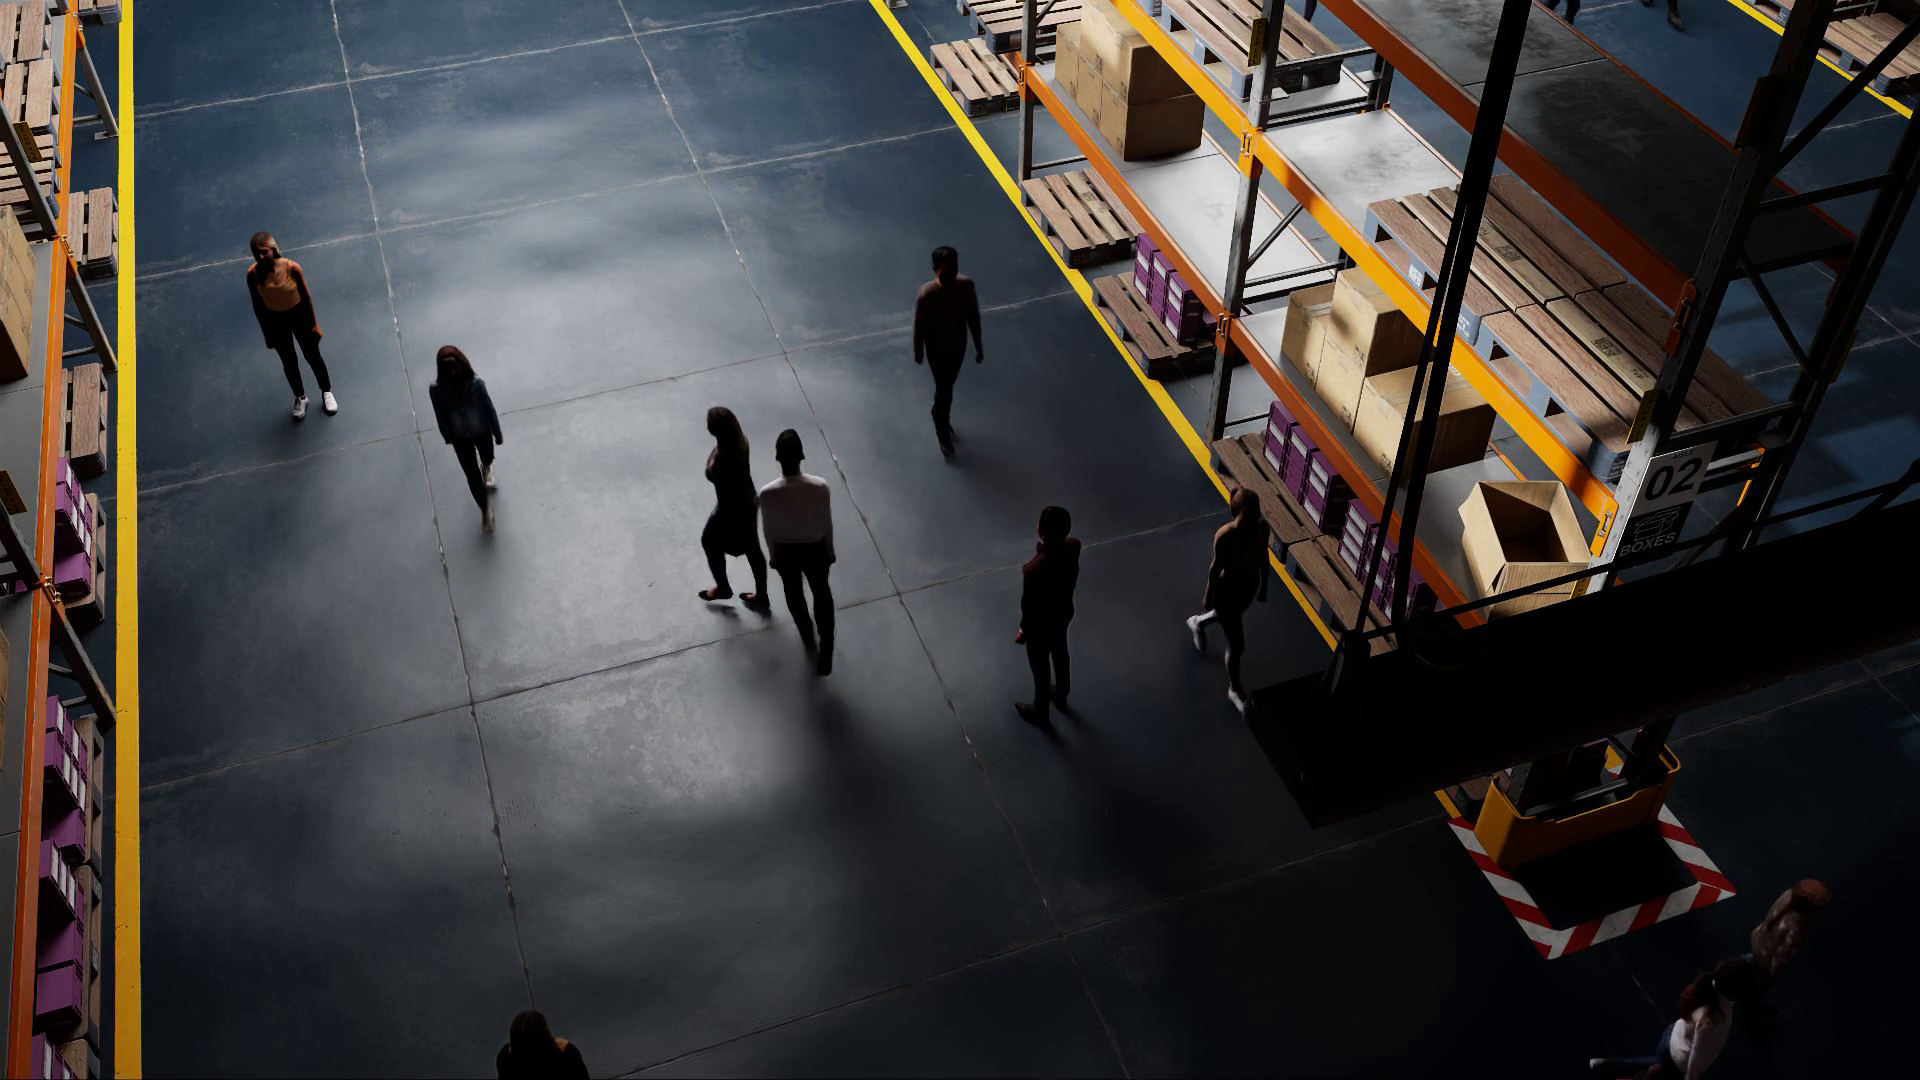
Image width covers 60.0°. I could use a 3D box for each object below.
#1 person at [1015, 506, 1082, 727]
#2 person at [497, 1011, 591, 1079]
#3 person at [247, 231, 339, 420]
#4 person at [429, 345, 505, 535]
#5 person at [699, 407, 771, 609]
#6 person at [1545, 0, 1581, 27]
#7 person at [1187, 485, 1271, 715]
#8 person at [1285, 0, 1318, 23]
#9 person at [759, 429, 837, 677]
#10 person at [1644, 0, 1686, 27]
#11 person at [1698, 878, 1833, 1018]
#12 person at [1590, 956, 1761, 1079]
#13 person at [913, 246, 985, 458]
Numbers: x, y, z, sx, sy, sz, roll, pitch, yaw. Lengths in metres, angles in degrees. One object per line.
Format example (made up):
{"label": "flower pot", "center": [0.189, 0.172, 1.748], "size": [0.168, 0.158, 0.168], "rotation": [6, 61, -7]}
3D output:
{"label": "person", "center": [0.562, 0.476, 10.432], "size": [0.679, 1.780, 0.721], "rotation": [34, 53, 31]}
{"label": "person", "center": [-1.968, 2.775, 8.095], "size": [0.596, 1.675, 0.553], "rotation": [-3, 44, -4]}
{"label": "person", "center": [-5.152, -1.665, 12.790], "size": [0.590, 1.628, 0.520], "rotation": [-11, 45, -11]}
{"label": "person", "center": [-3.538, -0.829, 12.035], "size": [0.593, 1.458, 0.967], "rotation": [-13, 45, -13]}
{"label": "person", "center": [-1.420, -0.153, 11.165], "size": [0.868, 1.680, 0.804], "rotation": [19, 47, 19]}
{"label": "person", "center": [6.225, -5.911, 17.167], "size": [0.974, 1.737, 0.825], "rotation": [34, 53, 30]}
{"label": "person", "center": [1.733, 0.284, 10.715], "size": [0.644, 1.667, 1.114], "rotation": [-19, 47, -19]}
{"label": "person", "center": [3.631, -6.186, 17.503], "size": [0.787, 1.672, 1.092], "rotation": [-3, 44, -3]}
{"label": "person", "center": [-1.026, 0.132, 10.746], "size": [0.717, 1.844, 1.045], "rotation": [-6, 44, -7]}
{"label": "person", "center": [7.657, -6.452, 17.801], "size": [0.598, 1.646, 1.113], "rotation": [-16, 46, -16]}
{"label": "person", "center": [4.386, 2.195, 9.059], "size": [0.720, 1.184, 0.712], "rotation": [7, 44, 7]}
{"label": "person", "center": [3.592, 2.552, 8.427], "size": [0.881, 1.539, 0.804], "rotation": [21, 48, 21]}
{"label": "person", "center": [-0.142, -1.515, 12.543], "size": [0.717, 1.751, 0.789], "rotation": [-20, 47, -20]}
